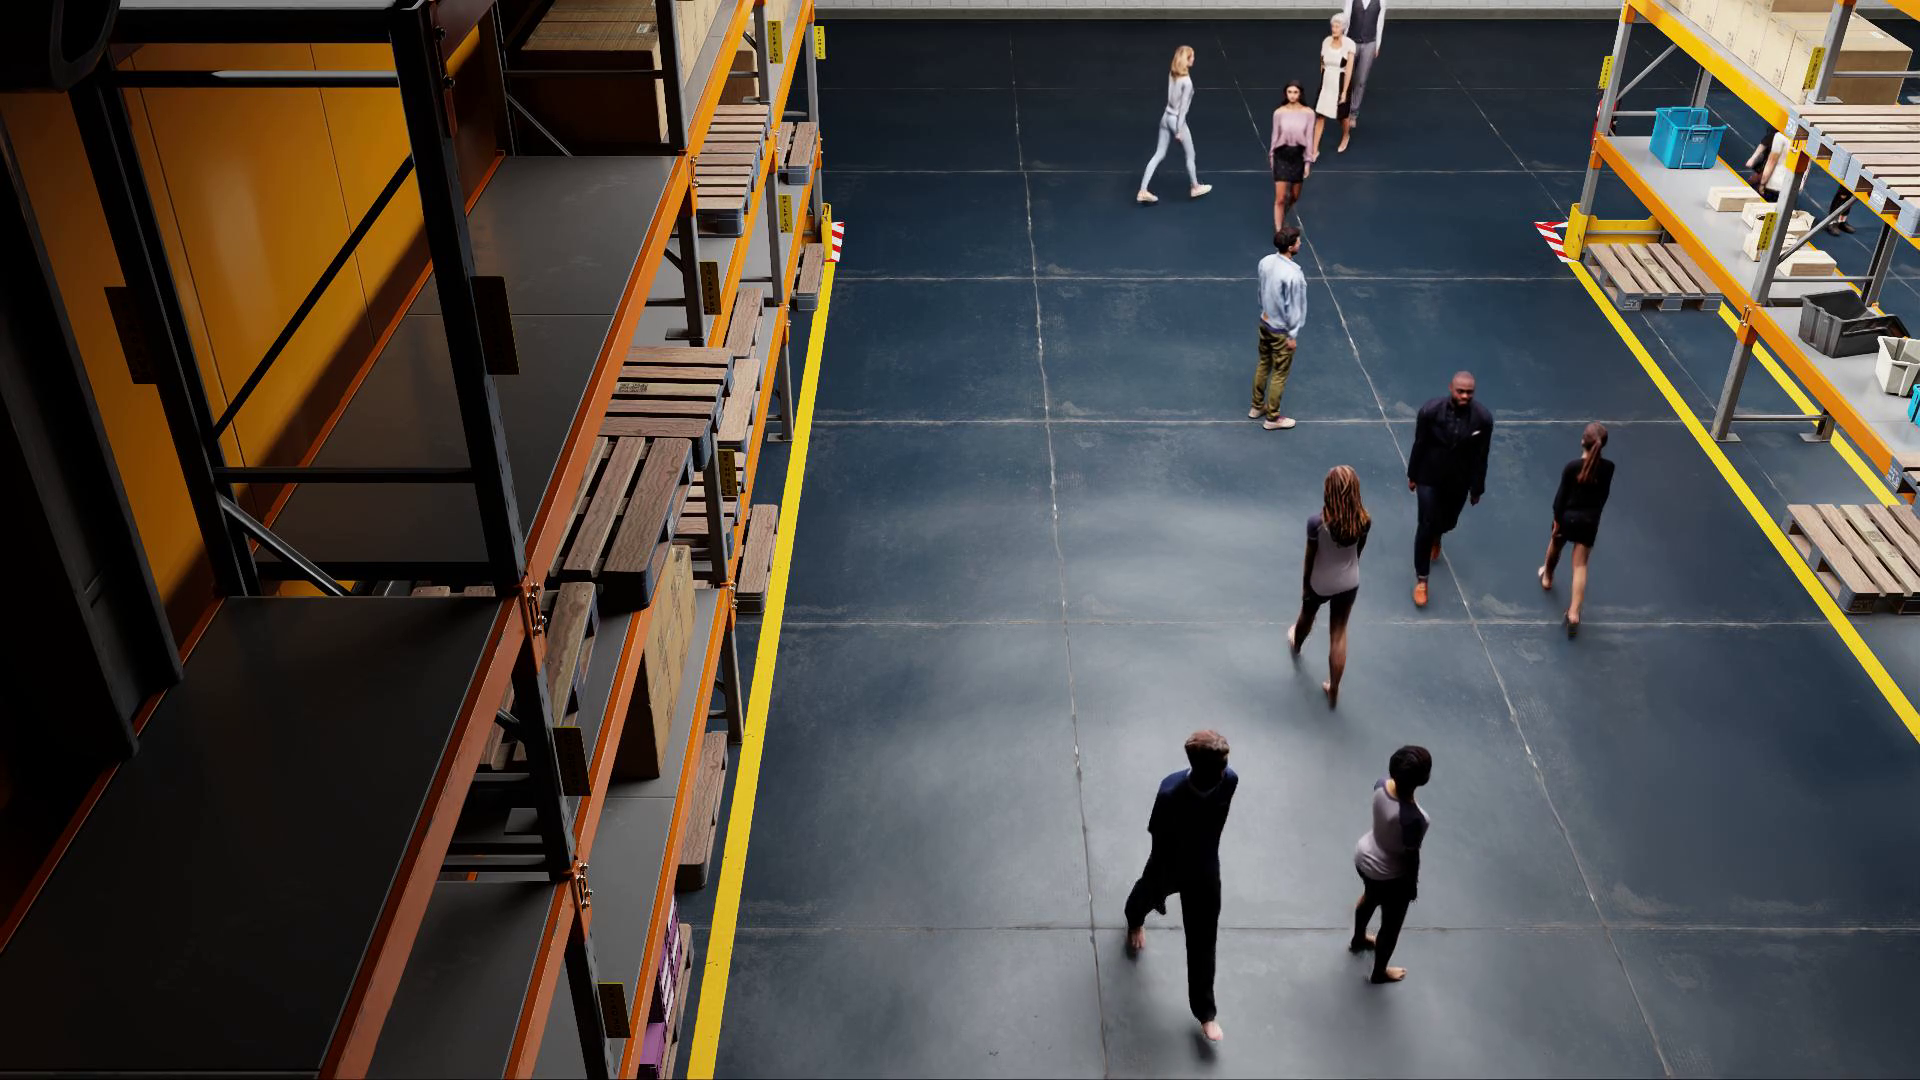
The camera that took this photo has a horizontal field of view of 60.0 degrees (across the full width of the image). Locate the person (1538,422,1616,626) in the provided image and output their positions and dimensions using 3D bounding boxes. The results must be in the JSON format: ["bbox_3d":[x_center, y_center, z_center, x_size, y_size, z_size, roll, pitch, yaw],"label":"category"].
[{"bbox_3d":[4.452,-0.109,11.918,0.663,1.529,1.092,6,34,9],"label":"person"}]

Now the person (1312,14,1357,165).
[{"bbox_3d":[4.479,-5.316,19.586,1.010,1.712,1.148,22,40,30],"label":"person"}]

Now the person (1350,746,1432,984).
[{"bbox_3d":[2.316,1.746,9.099,0.708,1.559,0.589,-8,34,-12],"label":"person"}]

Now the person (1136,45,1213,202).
[{"bbox_3d":[2.295,-4.563,18.417,0.992,1.753,1.175,-14,36,-20],"label":"person"}]

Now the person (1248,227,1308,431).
[{"bbox_3d":[2.720,-1.821,14.237,0.808,1.811,0.645,-13,36,-18],"label":"person"}]

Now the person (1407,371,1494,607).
[{"bbox_3d":[3.559,-0.466,12.221,0.878,1.788,1.204,6,34,9],"label":"person"}]

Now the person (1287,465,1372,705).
[{"bbox_3d":[2.508,0.346,11.092,0.646,1.685,1.014,-1,34,-2],"label":"person"}]

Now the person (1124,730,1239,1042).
[{"bbox_3d":[1.153,1.699,8.942,0.918,1.811,1.326,-9,35,-13],"label":"person"}]

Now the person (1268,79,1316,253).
[{"bbox_3d":[3.471,-3.960,17.475,0.705,1.790,1.039,5,34,8],"label":"person"}]

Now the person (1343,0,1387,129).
[{"bbox_3d":[4.995,-6.201,20.734,0.889,1.914,1.266,9,35,14],"label":"person"}]
